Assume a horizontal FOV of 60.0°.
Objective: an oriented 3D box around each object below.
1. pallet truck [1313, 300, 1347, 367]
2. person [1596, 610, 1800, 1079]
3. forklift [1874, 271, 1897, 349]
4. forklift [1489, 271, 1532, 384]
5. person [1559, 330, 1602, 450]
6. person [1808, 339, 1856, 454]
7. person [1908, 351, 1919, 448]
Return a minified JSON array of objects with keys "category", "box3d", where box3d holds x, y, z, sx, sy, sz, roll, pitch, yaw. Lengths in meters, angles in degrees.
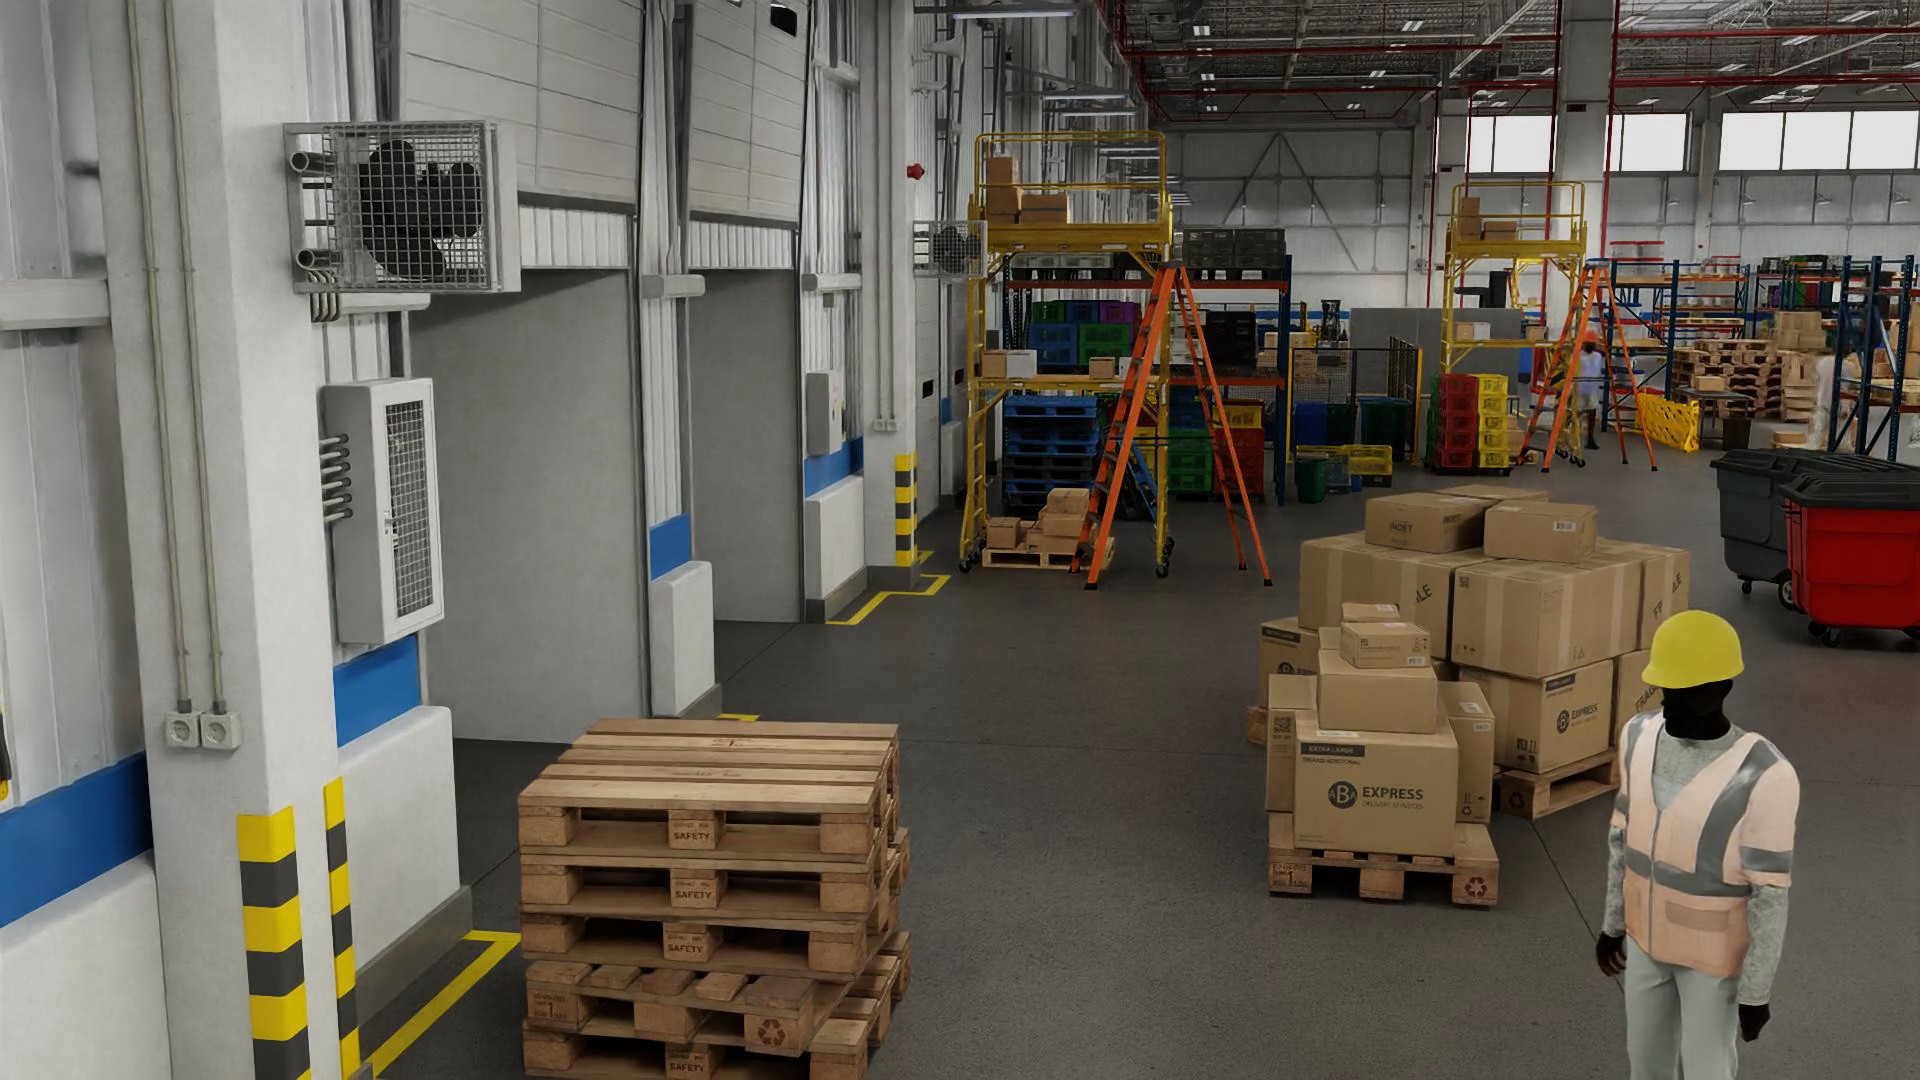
[{"category":"pallet truck","box3d":[11.159,-6.200,49.718,0.823,1.965,1.885,4,10,26]},{"category":"person","box3d":[2.052,1.137,4.725,0.395,1.918,0.587,-4,10,-22]},{"category":"forklift","box3d":[26.385,-6.300,47.620,1.873,2.768,1.129,3,10,20]},{"category":"forklift","box3d":[13.422,-5.322,41.591,1.873,2.768,1.129,1,9,9]},{"category":"person","box3d":[9.988,-2.417,26.670,0.551,1.916,0.790,-2,9,-14]},{"category":"person","box3d":[12.403,-1.901,23.536,1.014,1.883,0.650,-4,10,-25]},{"category":"person","box3d":[15.501,-2.338,26.721,0.336,1.734,0.487,5,10,28]}]
